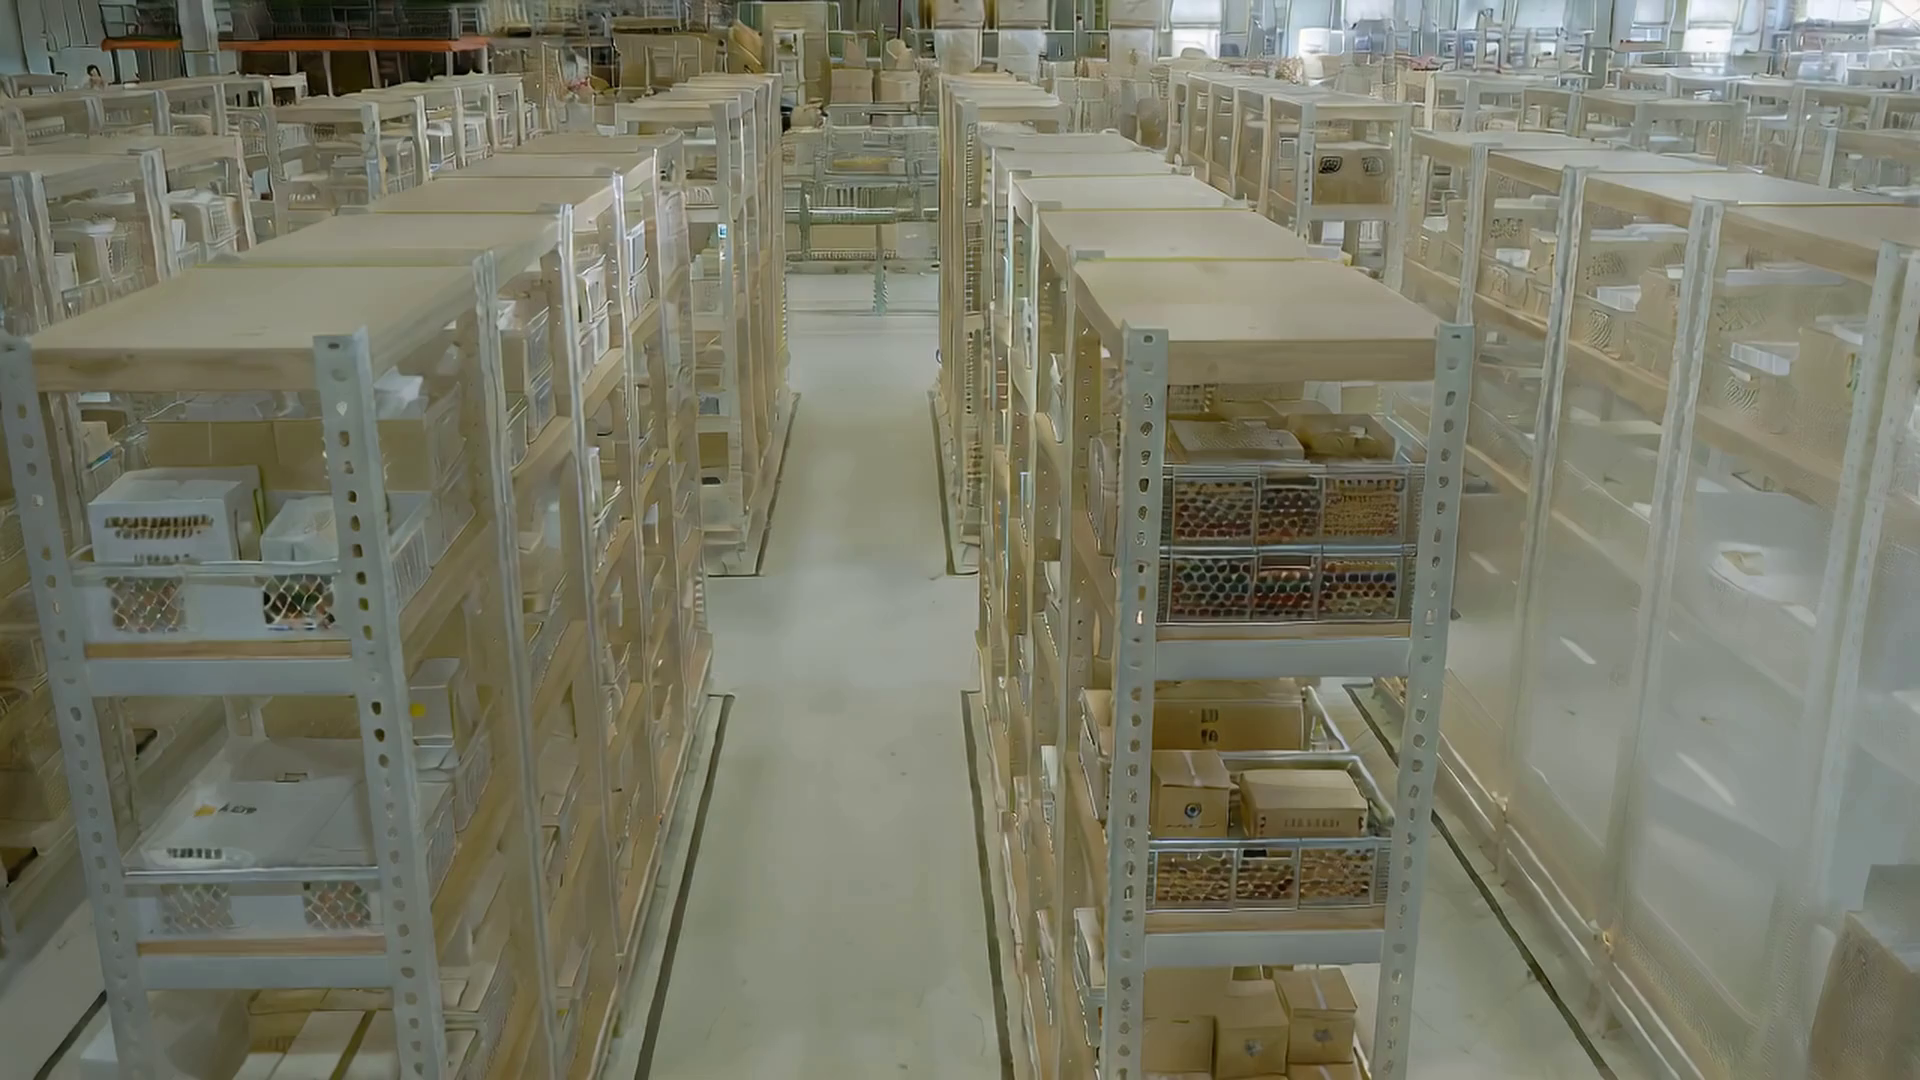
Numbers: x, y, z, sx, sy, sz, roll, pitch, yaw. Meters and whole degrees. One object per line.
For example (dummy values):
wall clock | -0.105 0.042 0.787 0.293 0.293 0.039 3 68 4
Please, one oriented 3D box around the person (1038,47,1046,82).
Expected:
person | 4.639 -26.892 94.019 0.392 1.921 0.582 -17 24 -42

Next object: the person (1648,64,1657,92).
person | 30.777 -20.407 74.028 0.577 1.877 0.349 -7 19 -19

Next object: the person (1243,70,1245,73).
person | 10.308 -16.273 61.134 0.377 1.932 0.552 10 20 28

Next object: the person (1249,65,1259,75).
person | 11.785 -18.115 66.909 0.621 1.892 0.511 15 23 38

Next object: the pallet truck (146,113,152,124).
pallet truck | -18.087 -8.309 36.390 1.885 1.965 0.823 -1 18 -4

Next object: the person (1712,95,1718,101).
person | 21.924 -12.136 48.511 0.613 1.818 0.510 -1 18 -3

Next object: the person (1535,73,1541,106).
person | 20.772 -15.862 59.981 0.986 1.864 0.593 -13 22 -36

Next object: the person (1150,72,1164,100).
person | 7.523 -17.014 63.695 0.525 1.769 0.328 -1 18 -2

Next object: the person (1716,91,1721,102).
person | 26.451 -15.138 57.613 0.633 1.947 1.016 8 19 22

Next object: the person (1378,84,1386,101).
person | 14.512 -14.872 57.307 0.427 1.616 0.520 2 18 6

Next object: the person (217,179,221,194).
person | -16.058 -8.252 36.351 0.408 1.913 0.644 12 22 34

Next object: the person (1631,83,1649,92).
person | 23.870 -15.416 58.313 0.535 2.000 0.682 -8 20 -24

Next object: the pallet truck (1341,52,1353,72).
pallet truck | 18.794 -23.123 82.231 0.823 1.965 1.885 -13 22 -35

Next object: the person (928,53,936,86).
person | -1.515 -25.382 89.665 0.489 1.718 0.755 -9 20 -26

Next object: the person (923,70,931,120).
person | -1.243 -16.859 63.063 0.323 1.863 0.518 -2 18 -8

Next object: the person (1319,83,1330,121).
person | 12.403 -14.671 56.577 0.537 1.691 0.318 9 20 27

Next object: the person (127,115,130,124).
person | -20.400 -9.954 41.406 0.371 2.044 0.608 8 20 23

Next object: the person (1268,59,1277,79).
person | 15.120 -22.397 80.483 0.534 1.691 0.320 -14 23 -37

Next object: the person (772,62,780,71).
person | -8.963 -22.584 80.775 0.566 1.867 0.581 -11 21 -30

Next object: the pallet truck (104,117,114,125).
pallet truck | -18.367 -7.885 35.078 1.885 1.965 0.823 1 18 2

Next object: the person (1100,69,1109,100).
person | 5.498 -17.281 64.388 0.767 1.846 0.555 -3 18 -10

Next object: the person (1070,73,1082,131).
person | 4.008 -15.193 57.741 0.361 1.966 0.612 -8 20 -24

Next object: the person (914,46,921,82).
person | -2.500 -26.900 93.994 0.605 1.951 0.384 8 19 23

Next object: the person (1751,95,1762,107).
person | 31.861 -17.808 66.381 0.524 1.620 0.454 -6 19 -18

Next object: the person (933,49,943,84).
person | -1.234 -25.984 91.337 0.631 1.843 0.429 -8 19 -22

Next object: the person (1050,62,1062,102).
person | 4.130 -20.185 73.440 0.905 1.805 0.539 -8 19 -23

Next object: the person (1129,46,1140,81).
person | 10.003 -27.209 94.979 0.898 1.932 0.599 -10 21 -29

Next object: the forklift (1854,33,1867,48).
forklift | 45.252 -24.022 83.600 1.873 2.768 1.129 -10 21 -29

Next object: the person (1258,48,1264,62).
person | 16.322 -25.721 90.366 0.373 1.939 0.545 1 18 2

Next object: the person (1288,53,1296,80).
person | 16.556 -23.314 82.979 0.517 1.897 0.651 5 19 16
